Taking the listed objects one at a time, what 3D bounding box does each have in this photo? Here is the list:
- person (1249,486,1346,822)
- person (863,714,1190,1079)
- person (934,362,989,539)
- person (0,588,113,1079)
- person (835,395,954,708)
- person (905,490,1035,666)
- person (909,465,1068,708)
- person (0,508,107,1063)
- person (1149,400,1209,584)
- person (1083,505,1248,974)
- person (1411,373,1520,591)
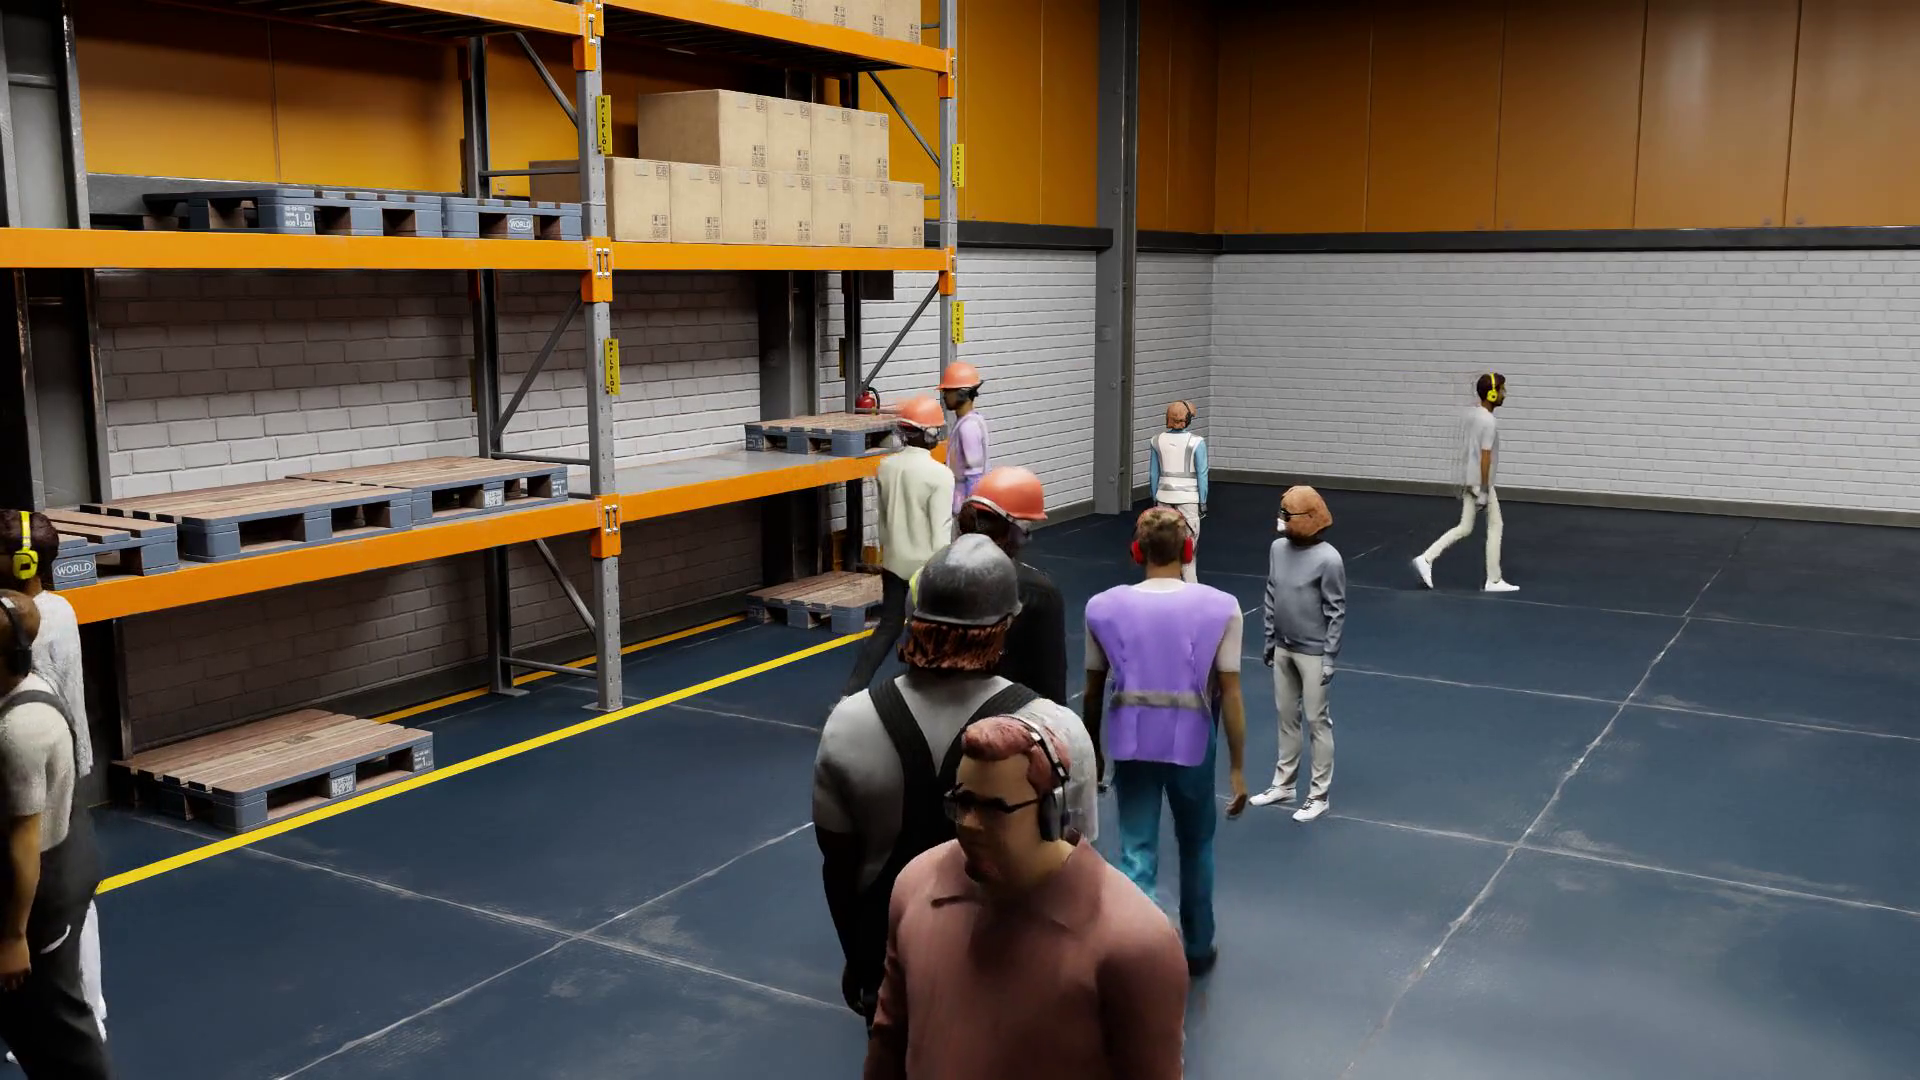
[{"bbox_3d":[1.653,0.545,8.087,0.287,1.631,0.501,-5,10,-29],"label":"person"},{"bbox_3d":[0.087,1.227,3.143,0.660,1.853,1.027,8,12,41],"label":"person"},{"bbox_3d":[0.014,-0.212,11.539,0.391,2.040,0.615,0,9,0],"label":"person"},{"bbox_3d":[-2.589,1.005,4.673,0.398,1.813,0.563,-7,11,-36],"label":"person"},{"bbox_3d":[-0.309,0.136,9.673,0.625,1.956,1.007,8,12,42],"label":"person"},{"bbox_3d":[0.112,0.713,6.390,0.619,1.845,0.430,5,10,28],"label":"person"},{"bbox_3d":[0.074,0.719,5.952,0.698,1.968,0.581,6,11,32],"label":"person"},{"bbox_3d":[-3.123,0.817,5.636,0.325,1.876,0.521,-4,10,-23],"label":"person"},{"bbox_3d":[1.752,-0.297,13.324,0.511,1.641,0.308,6,11,34],"label":"person"},{"bbox_3d":[0.761,0.774,6.104,0.603,1.802,0.849,2,9,12],"label":"person"},{"bbox_3d":[4.228,-0.469,13.776,0.840,1.843,0.530,-1,9,-8],"label":"person"}]
